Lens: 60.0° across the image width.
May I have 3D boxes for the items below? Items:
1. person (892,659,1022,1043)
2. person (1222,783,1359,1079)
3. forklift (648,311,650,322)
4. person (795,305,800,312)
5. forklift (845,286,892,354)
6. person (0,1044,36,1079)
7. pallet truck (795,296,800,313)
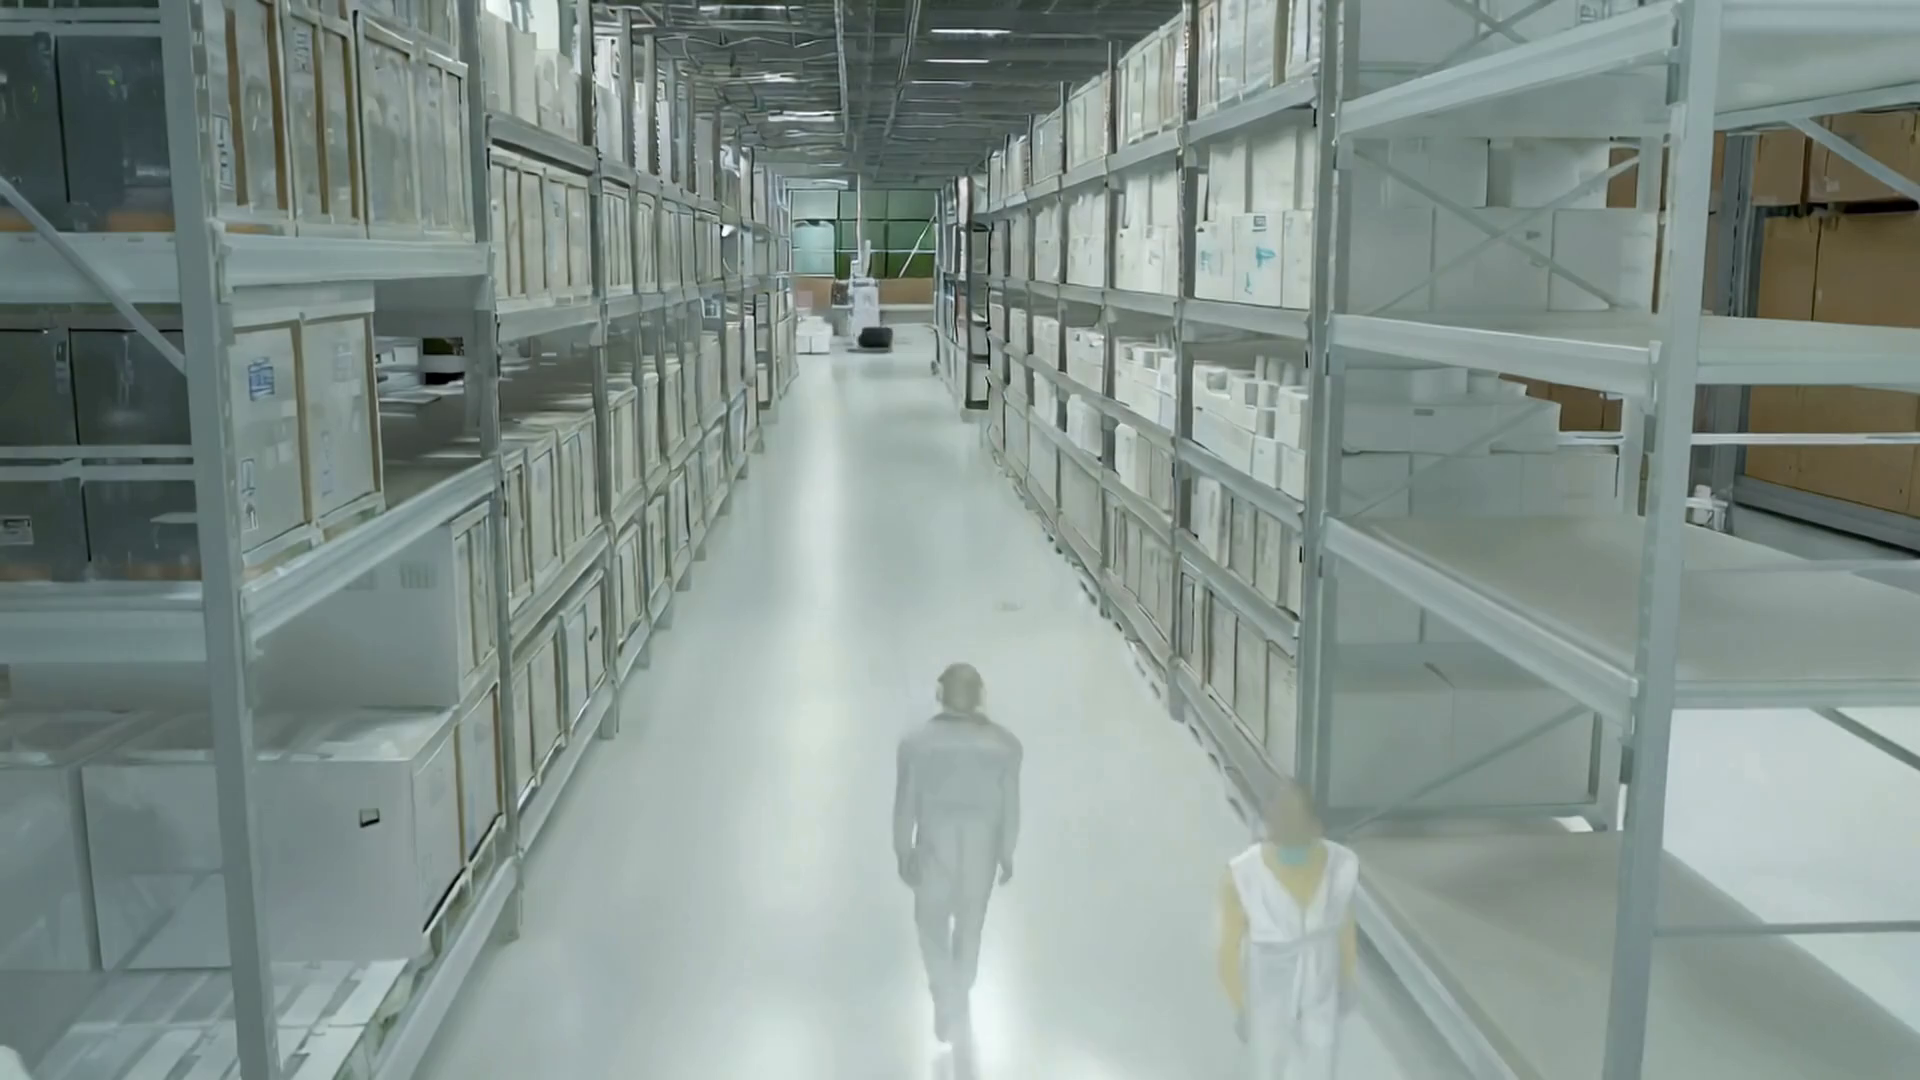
[{"bbox_3d":[-0.010,1.540,8.253,0.639,1.884,0.724,-1,10,-7],"label":"person"},{"bbox_3d":[1.339,1.858,6.553,0.585,1.807,0.840,-1,10,-7],"label":"person"},{"bbox_3d":[-9.712,-6.037,50.528,1.129,2.768,1.873,-1,10,-4],"label":"forklift"},{"bbox_3d":[-7.298,-9.581,74.675,0.558,1.890,0.977,-4,10,-21],"label":"person"},{"bbox_3d":[-3.815,-9.228,69.593,1.129,2.768,1.873,-9,13,-44],"label":"forklift"},{"bbox_3d":[-2.749,2.231,4.685,0.935,1.695,0.486,-1,10,-6],"label":"person"},{"bbox_3d":[-8.622,-12.439,91.403,1.885,1.965,0.823,2,10,13],"label":"pallet truck"}]
